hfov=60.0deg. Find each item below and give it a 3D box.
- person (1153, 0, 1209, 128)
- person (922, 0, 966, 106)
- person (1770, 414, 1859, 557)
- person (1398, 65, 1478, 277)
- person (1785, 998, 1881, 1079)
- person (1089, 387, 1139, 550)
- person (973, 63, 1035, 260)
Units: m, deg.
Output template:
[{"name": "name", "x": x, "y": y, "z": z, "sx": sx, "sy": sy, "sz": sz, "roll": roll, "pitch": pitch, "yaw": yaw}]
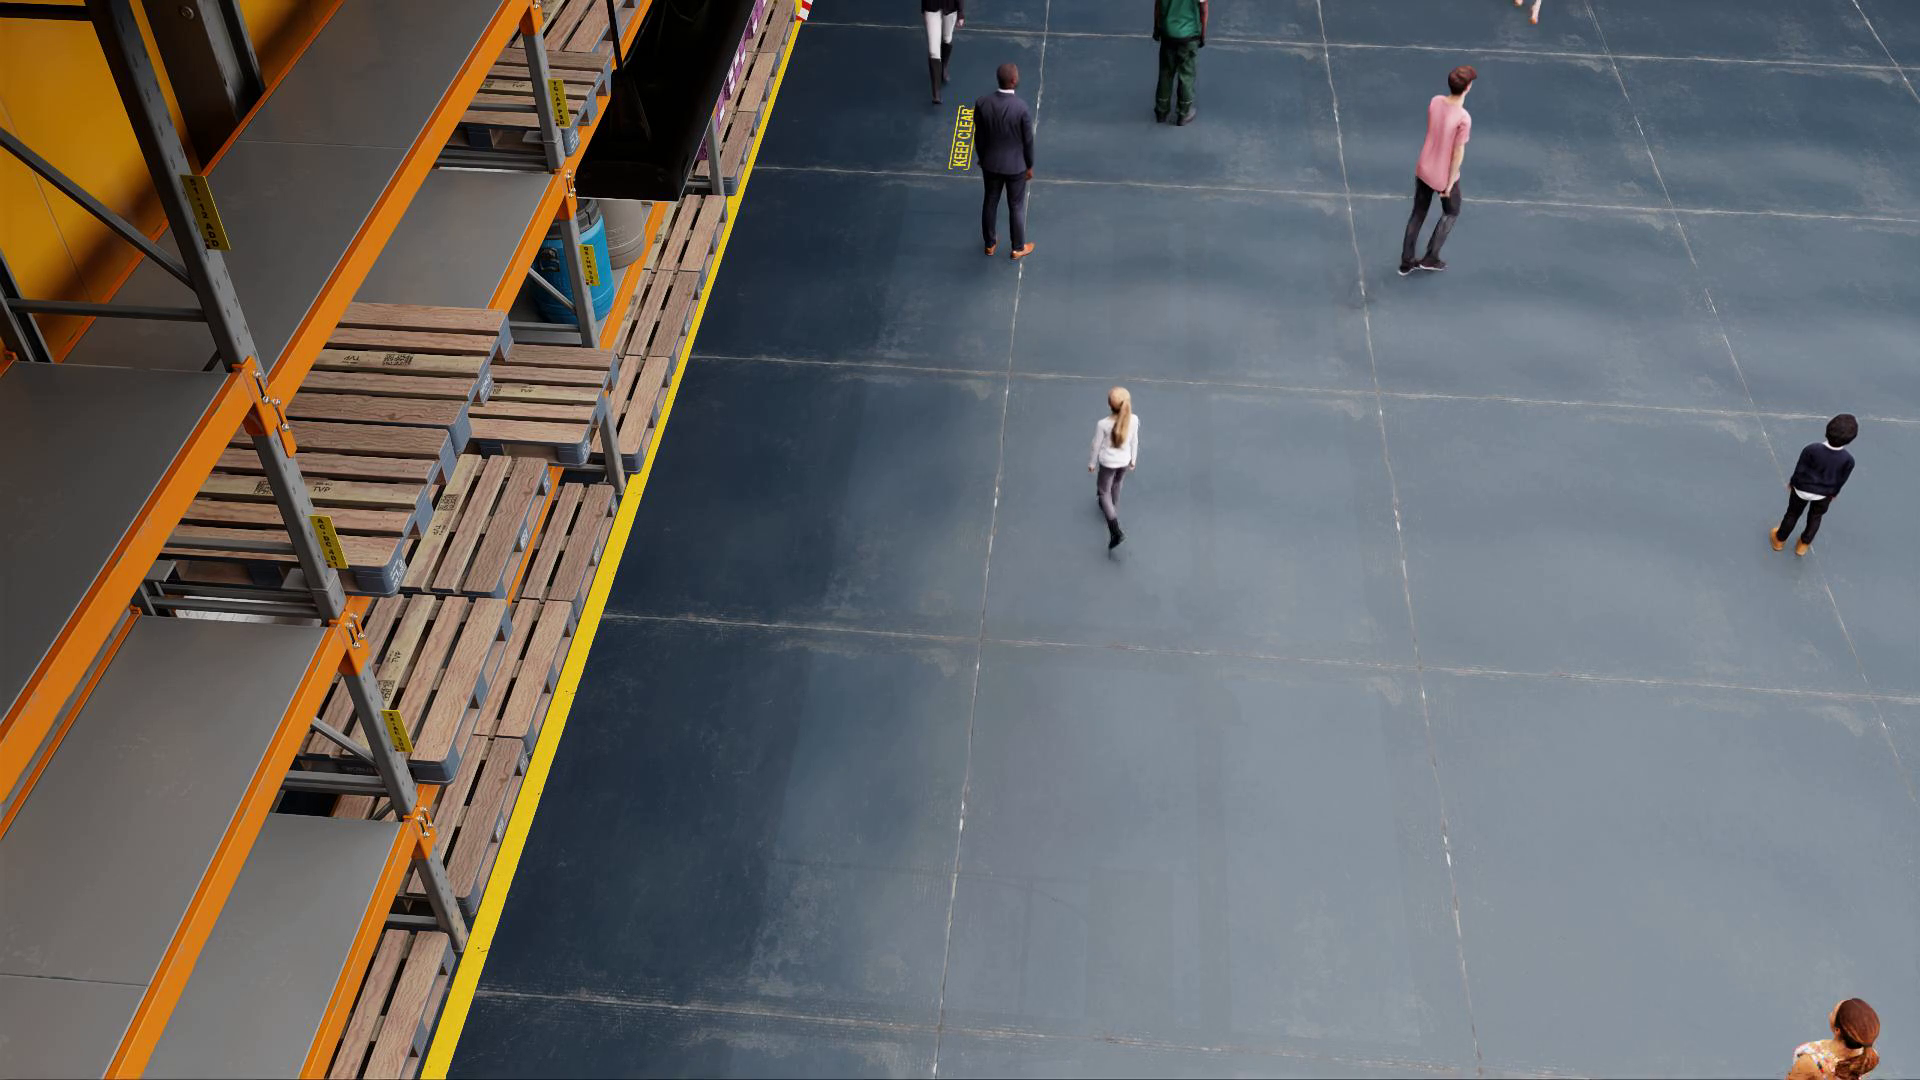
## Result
[{"name": "person", "x": 2.121, "y": -4.887, "z": 16.043, "sx": 0.759, "sy": 1.839, "sz": 0.721, "roll": 17, "pitch": 46, "yaw": 17}, {"name": "person", "x": -0.187, "y": -5.274, "z": 16.566, "sx": 0.718, "sy": 1.678, "sz": 1.195, "roll": -4, "pitch": 44, "yaw": -4}, {"name": "person", "x": 6.065, "y": -0.394, "z": 11.769, "sx": 0.559, "sy": 1.227, "sz": 0.577, "roll": 15, "pitch": 46, "yaw": 16}, {"name": "person", "x": 3.965, "y": -3.068, "z": 14.057, "sx": 0.832, "sy": 1.943, "sz": 0.770, "roll": -29, "pitch": 51, "yaw": -27}, {"name": "person", "x": 4.057, "y": 2.840, "z": 7.973, "sx": 0.629, "sy": 1.781, "sz": 0.701, "roll": -3, "pitch": 44, "yaw": -3}, {"name": "person", "x": 1.119, "y": -0.513, "z": 11.870, "sx": 0.691, "sy": 1.261, "sz": 0.921, "roll": -11, "pitch": 45, "yaw": -12}, {"name": "person", "x": 0.391, "y": -3.254, "z": 14.338, "sx": 0.763, "sy": 1.825, "sz": 0.718, "roll": 16, "pitch": 46, "yaw": 16}]
